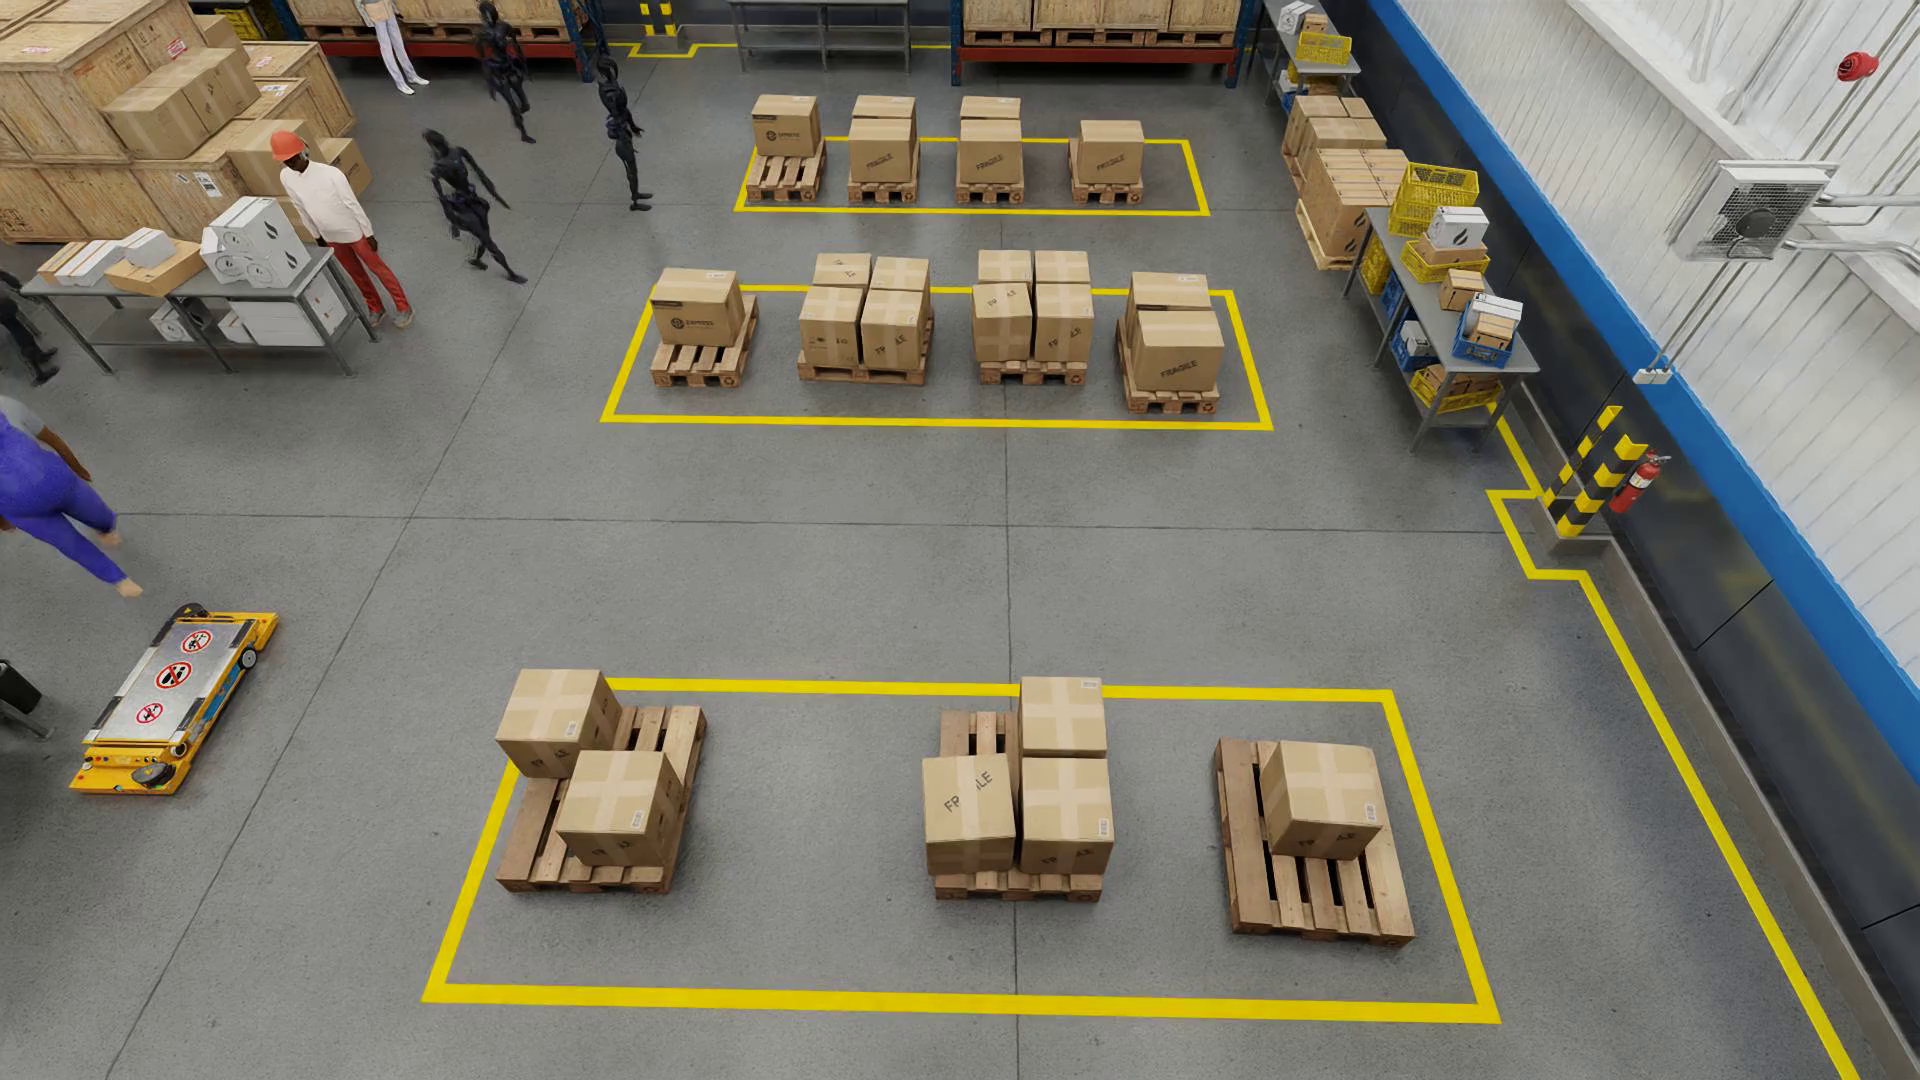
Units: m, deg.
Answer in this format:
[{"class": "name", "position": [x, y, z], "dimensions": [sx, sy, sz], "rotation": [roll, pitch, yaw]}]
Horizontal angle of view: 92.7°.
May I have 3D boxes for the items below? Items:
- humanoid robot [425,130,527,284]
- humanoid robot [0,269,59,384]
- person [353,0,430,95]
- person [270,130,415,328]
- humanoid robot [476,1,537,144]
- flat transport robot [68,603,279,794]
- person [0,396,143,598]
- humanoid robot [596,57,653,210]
[{"class": "humanoid robot", "position": [-5.014, -3.407, 9.368], "dimensions": [0.732, 1.648, 0.577], "rotation": [10, 51, 9]}, {"class": "humanoid robot", "position": [-8.836, -2.221, 8.327], "dimensions": [0.562, 1.640, 0.627], "rotation": [3, 50, 3]}, {"class": "person", "position": [-7.706, -7.002, 12.212], "dimensions": [0.375, 1.917, 0.584], "rotation": [14, 51, 11]}, {"class": "person", "position": [-5.881, -2.914, 8.712], "dimensions": [0.621, 1.990, 0.395], "rotation": [1, 50, 1]}, {"class": "humanoid robot", "position": [-5.681, -5.819, 11.372], "dimensions": [0.530, 1.628, 0.636], "rotation": [28, 55, 22]}, {"class": "flat transport robot", "position": [-5.504, 1.072, 6.442], "dimensions": [0.652, 0.197, 1.431], "rotation": [1, 50, 1]}, {"class": "person", "position": [-6.660, -0.400, 6.546], "dimensions": [0.686, 2.000, 0.690], "rotation": [27, 55, 21]}, {"class": "humanoid robot", "position": [-3.750, -4.547, 10.287], "dimensions": [0.346, 1.652, 0.575], "rotation": [-8, 50, -6]}]
